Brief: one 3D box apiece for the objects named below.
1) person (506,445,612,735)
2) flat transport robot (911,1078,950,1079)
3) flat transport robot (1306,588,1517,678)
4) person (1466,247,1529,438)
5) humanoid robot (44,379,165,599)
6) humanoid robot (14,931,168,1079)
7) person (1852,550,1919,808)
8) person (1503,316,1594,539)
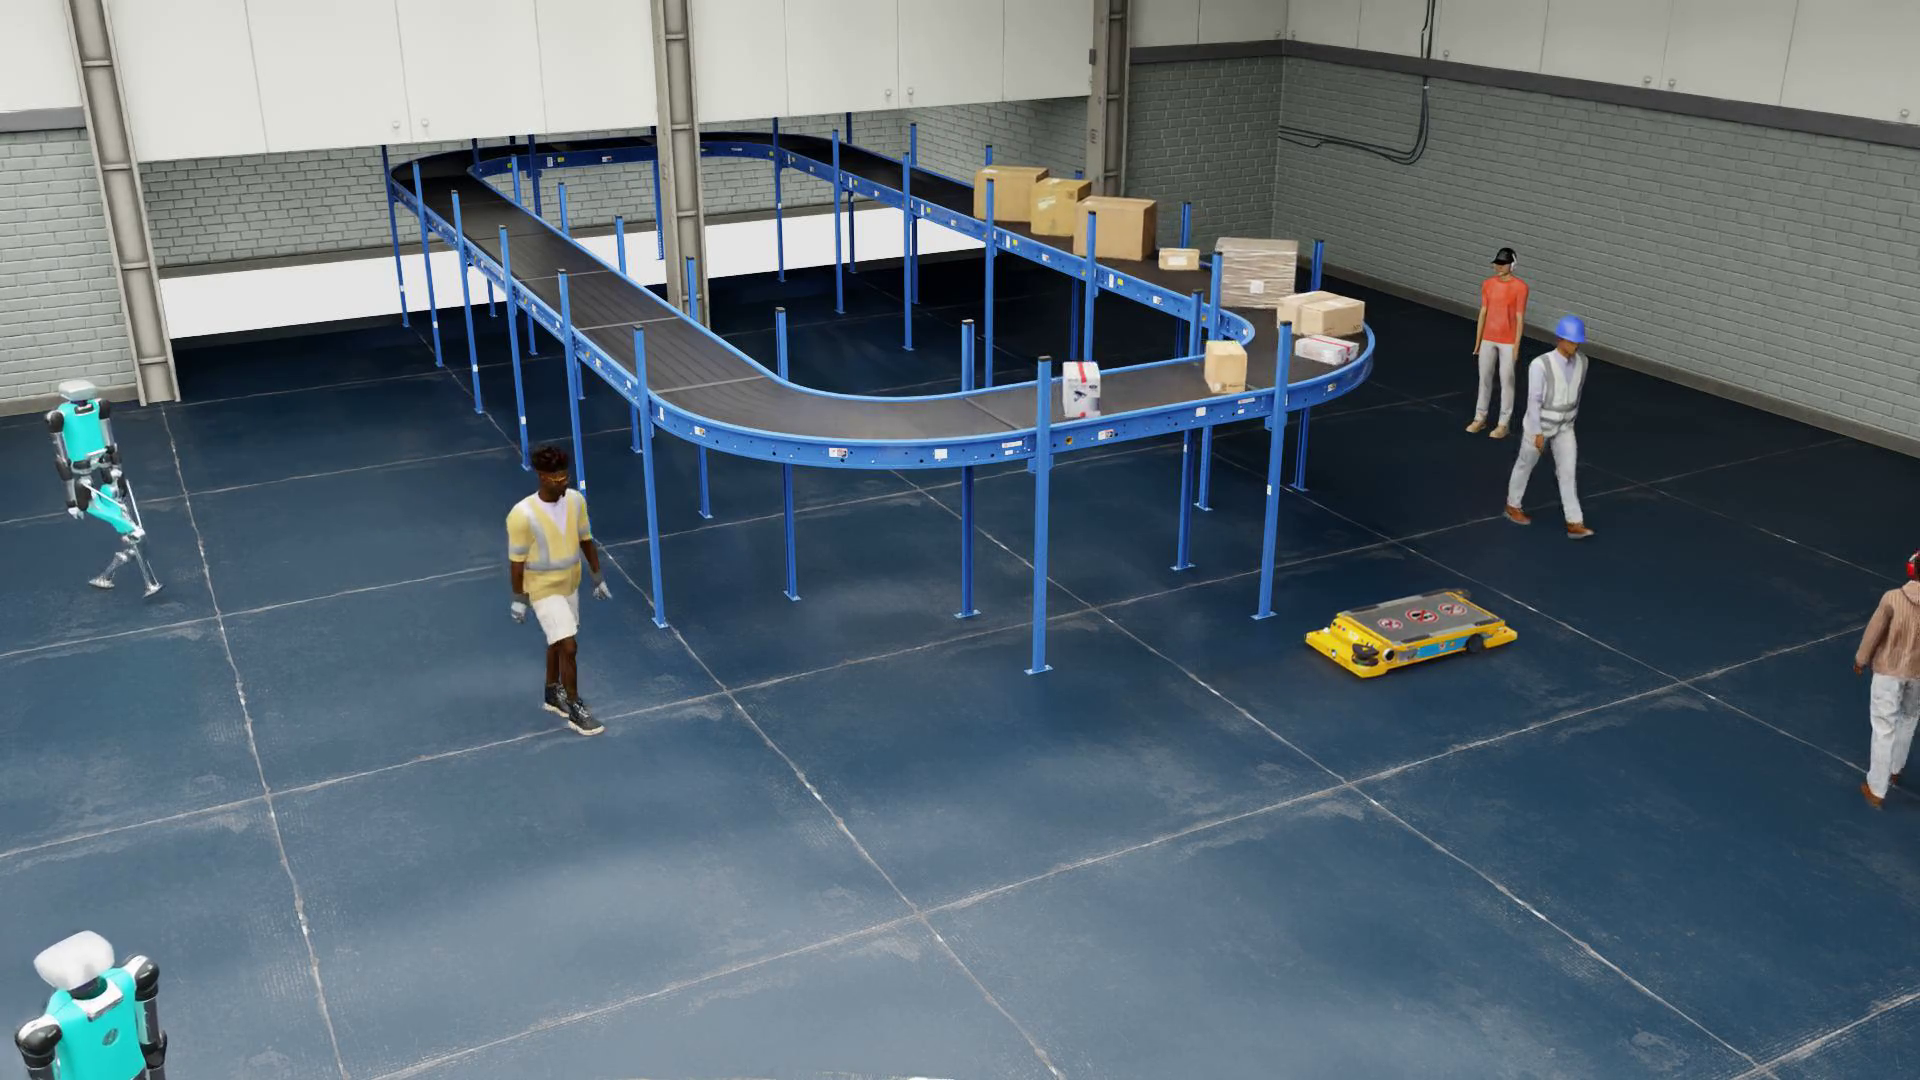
[{"bbox_3d":[-2.541,0.324,10.841,0.793,1.936,0.644,13,25,29],"label":"person"},{"bbox_3d":[0.194,2.678,7.255,1.431,0.231,0.659,2,22,5],"label":"flat transport robot"},{"bbox_3d":[3.321,0.674,12.209,1.431,0.231,0.659,-10,24,-24],"label":"flat transport robot"},{"bbox_3d":[5.348,-1.966,16.567,0.477,1.908,0.417,19,29,39],"label":"person"},{"bbox_3d":[-6.483,-0.337,12.822,1.034,1.779,0.537,9,24,22],"label":"humanoid robot"},{"bbox_3d":[-3.382,2.227,6.410,0.957,1.743,0.539,12,25,27],"label":"humanoid robot"},{"bbox_3d":[5.704,0.788,10.104,0.486,1.626,0.681,6,23,14],"label":"person"},{"bbox_3d":[5.032,-0.945,14.038,0.616,1.902,0.968,-7,23,-16],"label":"person"}]
